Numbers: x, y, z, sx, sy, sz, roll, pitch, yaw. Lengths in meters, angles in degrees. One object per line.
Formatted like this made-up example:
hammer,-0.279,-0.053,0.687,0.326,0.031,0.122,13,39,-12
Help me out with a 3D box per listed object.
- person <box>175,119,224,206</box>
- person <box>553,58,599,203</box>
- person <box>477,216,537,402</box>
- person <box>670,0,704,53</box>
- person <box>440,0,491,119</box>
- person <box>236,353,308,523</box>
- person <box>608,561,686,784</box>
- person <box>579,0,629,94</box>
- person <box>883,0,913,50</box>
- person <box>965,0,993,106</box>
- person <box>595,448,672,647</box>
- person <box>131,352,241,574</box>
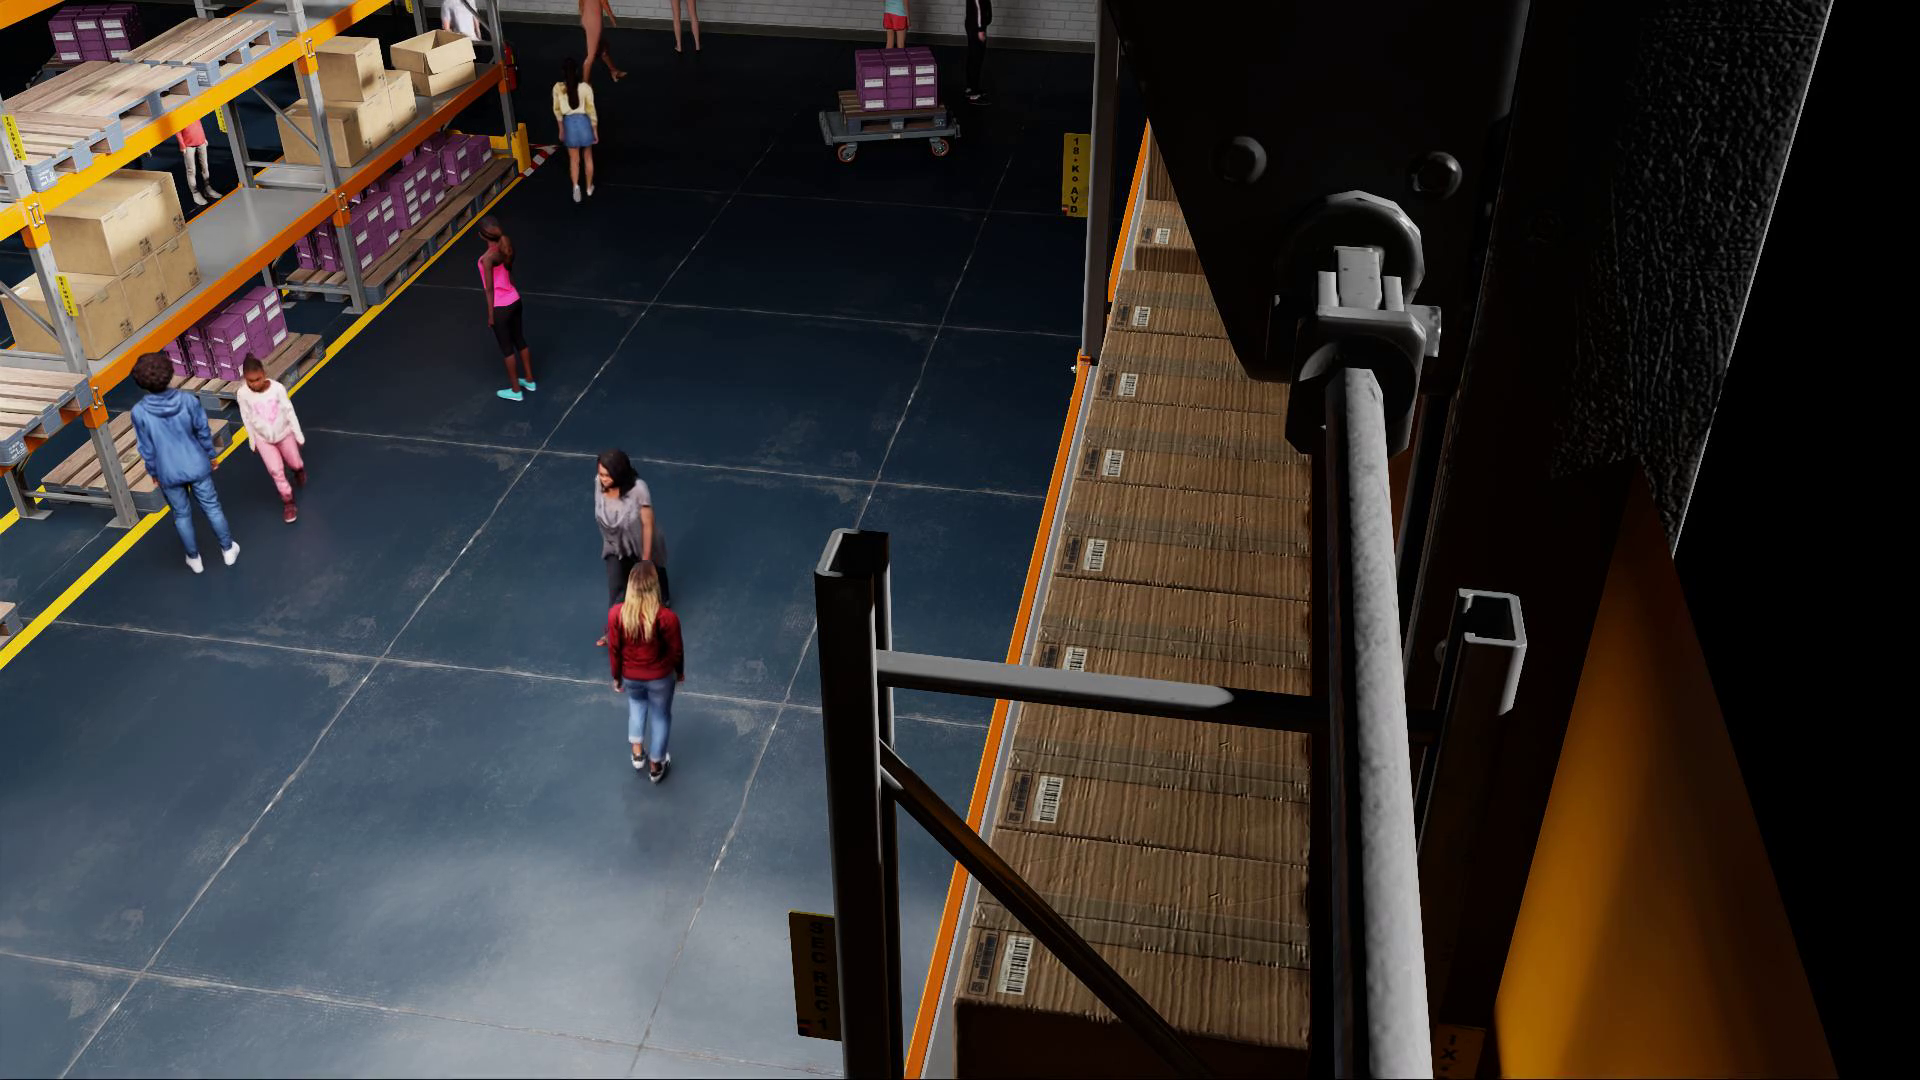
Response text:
person,-8.715,-4.532,18.845,0.633,1.417,0.510,17,37,23
person,-4.328,-4.582,18.744,0.801,1.612,1.045,-1,34,-2
person,-4.062,-2.082,14.884,0.647,1.722,0.524,11,35,16
person,-3.926,-7.789,23.431,0.649,1.765,0.641,-5,34,-7
person,-6.213,-6.232,21.004,0.868,1.858,0.733,20,39,27
person,-5.498,-0.884,13.335,0.797,1.442,0.949,-11,35,-16
person,-1.981,0.892,10.504,0.620,1.618,0.578,2,34,3
person,-4.890,-6.734,21.820,1.115,1.792,0.980,-27,42,-35
person,-0.853,-7.015,22.267,0.686,1.766,0.723,24,41,32
person,0.206,-6.625,21.618,0.803,1.834,0.629,-4,34,-6
person,-2.311,-0.041,11.951,0.754,1.568,0.990,9,35,14
person,-5.875,-0.579,12.544,0.758,1.809,0.780,-16,37,-22
